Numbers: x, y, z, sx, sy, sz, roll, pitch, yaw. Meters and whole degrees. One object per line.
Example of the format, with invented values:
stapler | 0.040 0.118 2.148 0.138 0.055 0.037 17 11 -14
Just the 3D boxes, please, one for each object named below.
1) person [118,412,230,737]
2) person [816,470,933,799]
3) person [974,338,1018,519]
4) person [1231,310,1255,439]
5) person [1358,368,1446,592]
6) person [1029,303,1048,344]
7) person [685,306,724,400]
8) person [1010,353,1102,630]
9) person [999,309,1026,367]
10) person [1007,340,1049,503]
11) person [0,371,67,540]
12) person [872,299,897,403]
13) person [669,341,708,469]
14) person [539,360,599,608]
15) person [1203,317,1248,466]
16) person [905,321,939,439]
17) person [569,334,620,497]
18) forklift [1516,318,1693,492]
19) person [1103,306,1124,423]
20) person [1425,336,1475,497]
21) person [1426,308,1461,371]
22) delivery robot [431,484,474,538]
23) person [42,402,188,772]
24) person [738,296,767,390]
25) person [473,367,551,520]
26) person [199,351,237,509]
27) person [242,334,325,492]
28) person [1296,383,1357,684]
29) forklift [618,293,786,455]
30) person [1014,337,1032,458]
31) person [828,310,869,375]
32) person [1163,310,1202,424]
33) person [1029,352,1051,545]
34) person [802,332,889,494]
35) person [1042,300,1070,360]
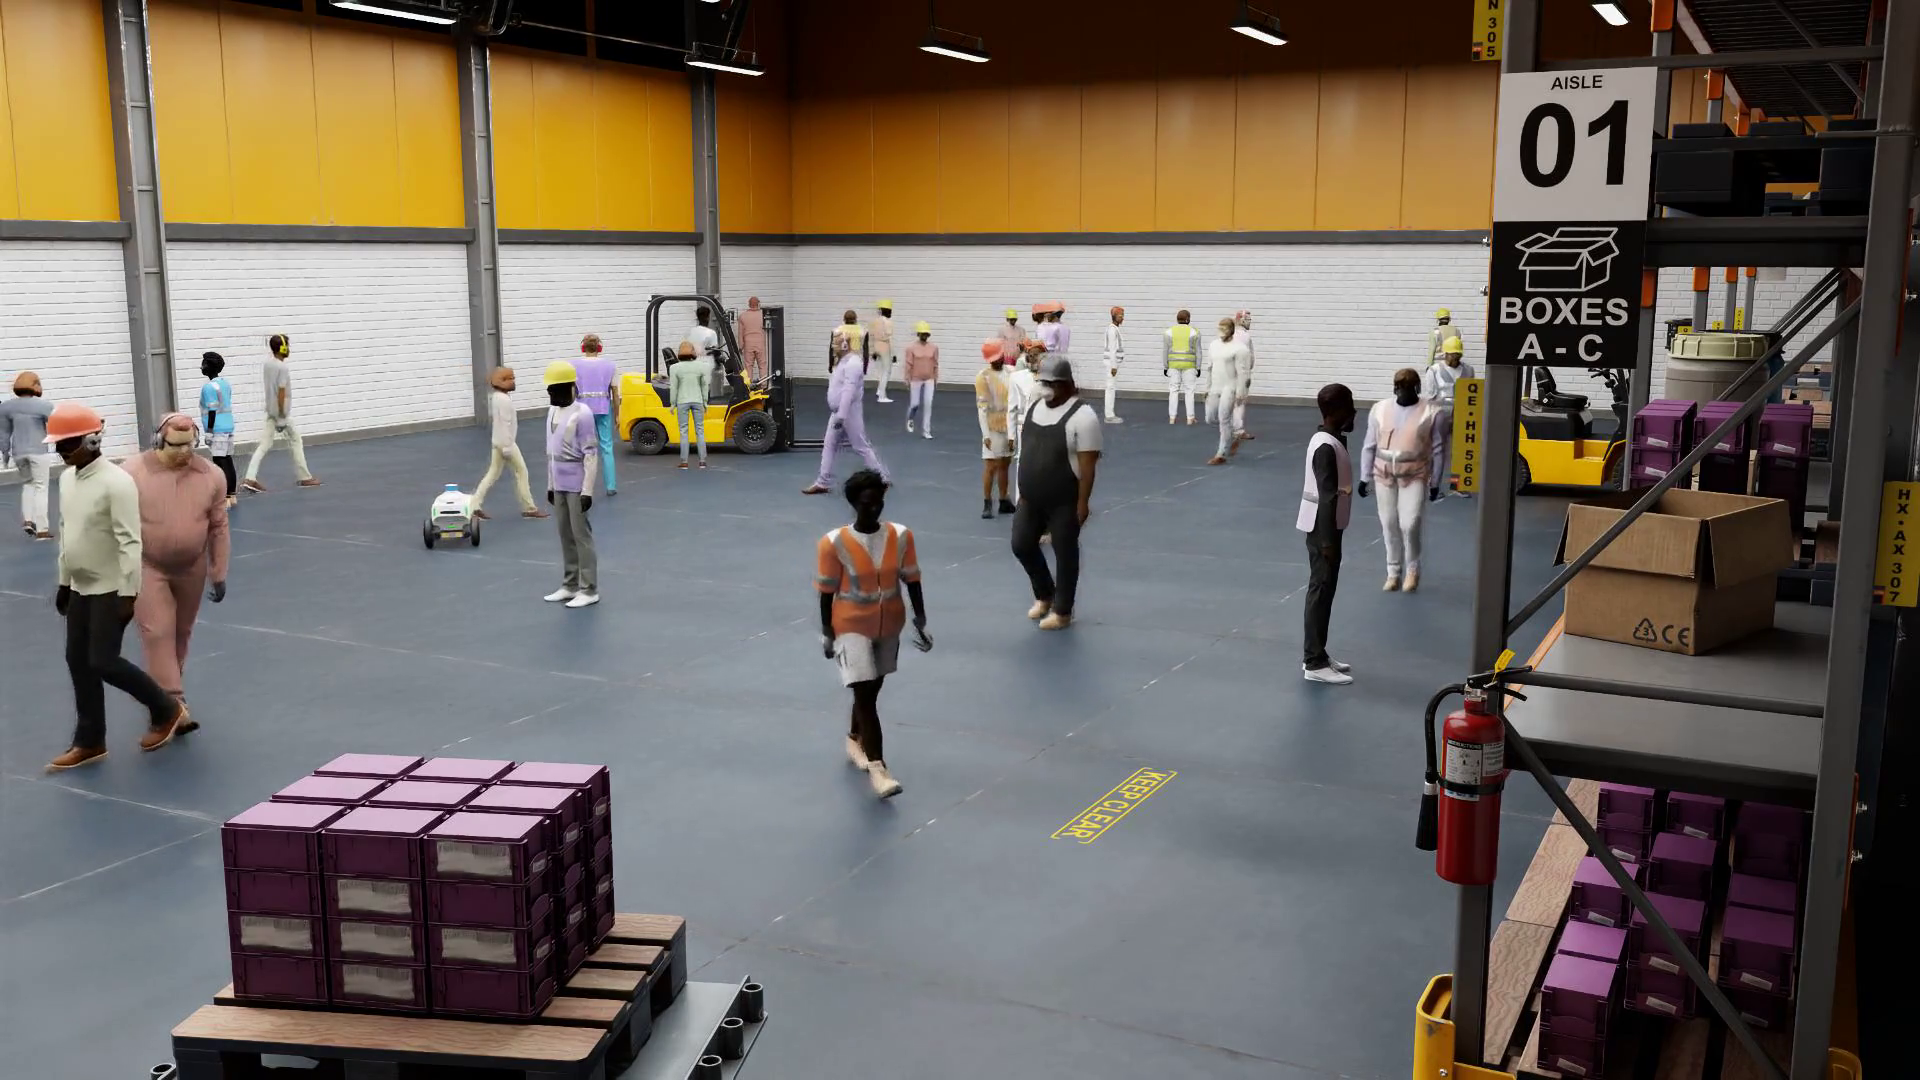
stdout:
person | -4.505 0.195 9.532 0.965 1.837 0.717 9 13 43
person | -0.446 0.460 8.524 0.543 1.644 0.876 -5 11 -28
person | 0.463 -1.161 17.287 0.726 1.892 0.378 -9 13 -42
person | 4.165 -2.451 24.662 0.403 1.904 0.652 -3 10 -15
person | 3.555 -0.479 13.464 0.630 1.828 0.498 7 12 34
person | 1.467 -3.108 28.488 0.913 1.906 0.551 1 10 4
person | -4.089 -2.750 26.388 0.616 1.913 1.043 6 12 33
person | 0.673 -0.354 12.124 0.703 2.000 0.536 9 13 41
person | 0.929 -3.391 30.592 0.524 1.735 0.776 -4 11 -22
person | 0.760 -1.046 16.581 0.585 1.882 0.343 0 10 -2
person | -8.899 -0.807 15.966 0.559 1.616 0.410 0 10 1
person | -1.362 -3.470 30.545 0.445 1.907 0.605 -6 12 -33
person | -3.454 -1.722 21.218 0.497 1.633 0.279 -4 10 -21
person | -3.051 -0.436 12.932 0.387 1.922 0.594 -9 13 -42
person | 3.469 -1.936 21.606 0.620 1.926 0.648 -7 12 -37
person | -0.577 -2.392 24.730 0.530 1.748 0.571 -3 10 -18
person | -4.118 -1.396 18.728 0.572 1.840 0.373 -3 10 -17
forklift | 7.066 -1.601 18.899 2.313 2.155 1.214 5 11 27
person | 2.495 -2.835 26.943 0.356 1.883 0.575 1 10 6
person | 5.519 -1.384 18.717 0.609 1.822 0.403 -1 10 -8
person | 8.048 -2.952 27.773 0.600 1.827 0.404 -3 10 -17
delivery robot | -4.801 -0.284 15.746 0.477 0.478 0.707 -2 10 -13
person | -4.572 0.243 8.893 0.717 1.969 0.696 7 12 34
person | -3.970 -3.760 32.233 0.652 1.906 0.403 -1 10 -3
person | -4.697 -0.989 17.091 0.833 1.593 0.510 -5 11 -28
person | -7.968 -1.172 17.848 0.318 1.700 0.537 -1 10 -7
person | -7.921 -1.467 19.251 0.528 1.824 1.006 7 12 35
person | 2.364 -0.051 10.719 0.392 1.922 0.592 2 10 12
forklift | -3.588 -2.317 23.042 2.313 2.155 1.214 -1 10 -5
person | 0.894 -1.911 22.338 0.323 1.631 0.520 5 11 26
person | -1.850 -2.885 27.426 0.634 1.809 0.754 -3 10 -17
person | 3.575 -2.774 26.719 0.630 1.840 0.429 3 10 18
person | 0.775 -0.866 15.797 0.366 1.800 0.749 6 11 30
person | -1.282 -1.444 18.975 0.972 1.865 0.645 -4 11 -24
person | 1.422 -2.621 25.293 0.424 2.032 0.611 5 11 28
